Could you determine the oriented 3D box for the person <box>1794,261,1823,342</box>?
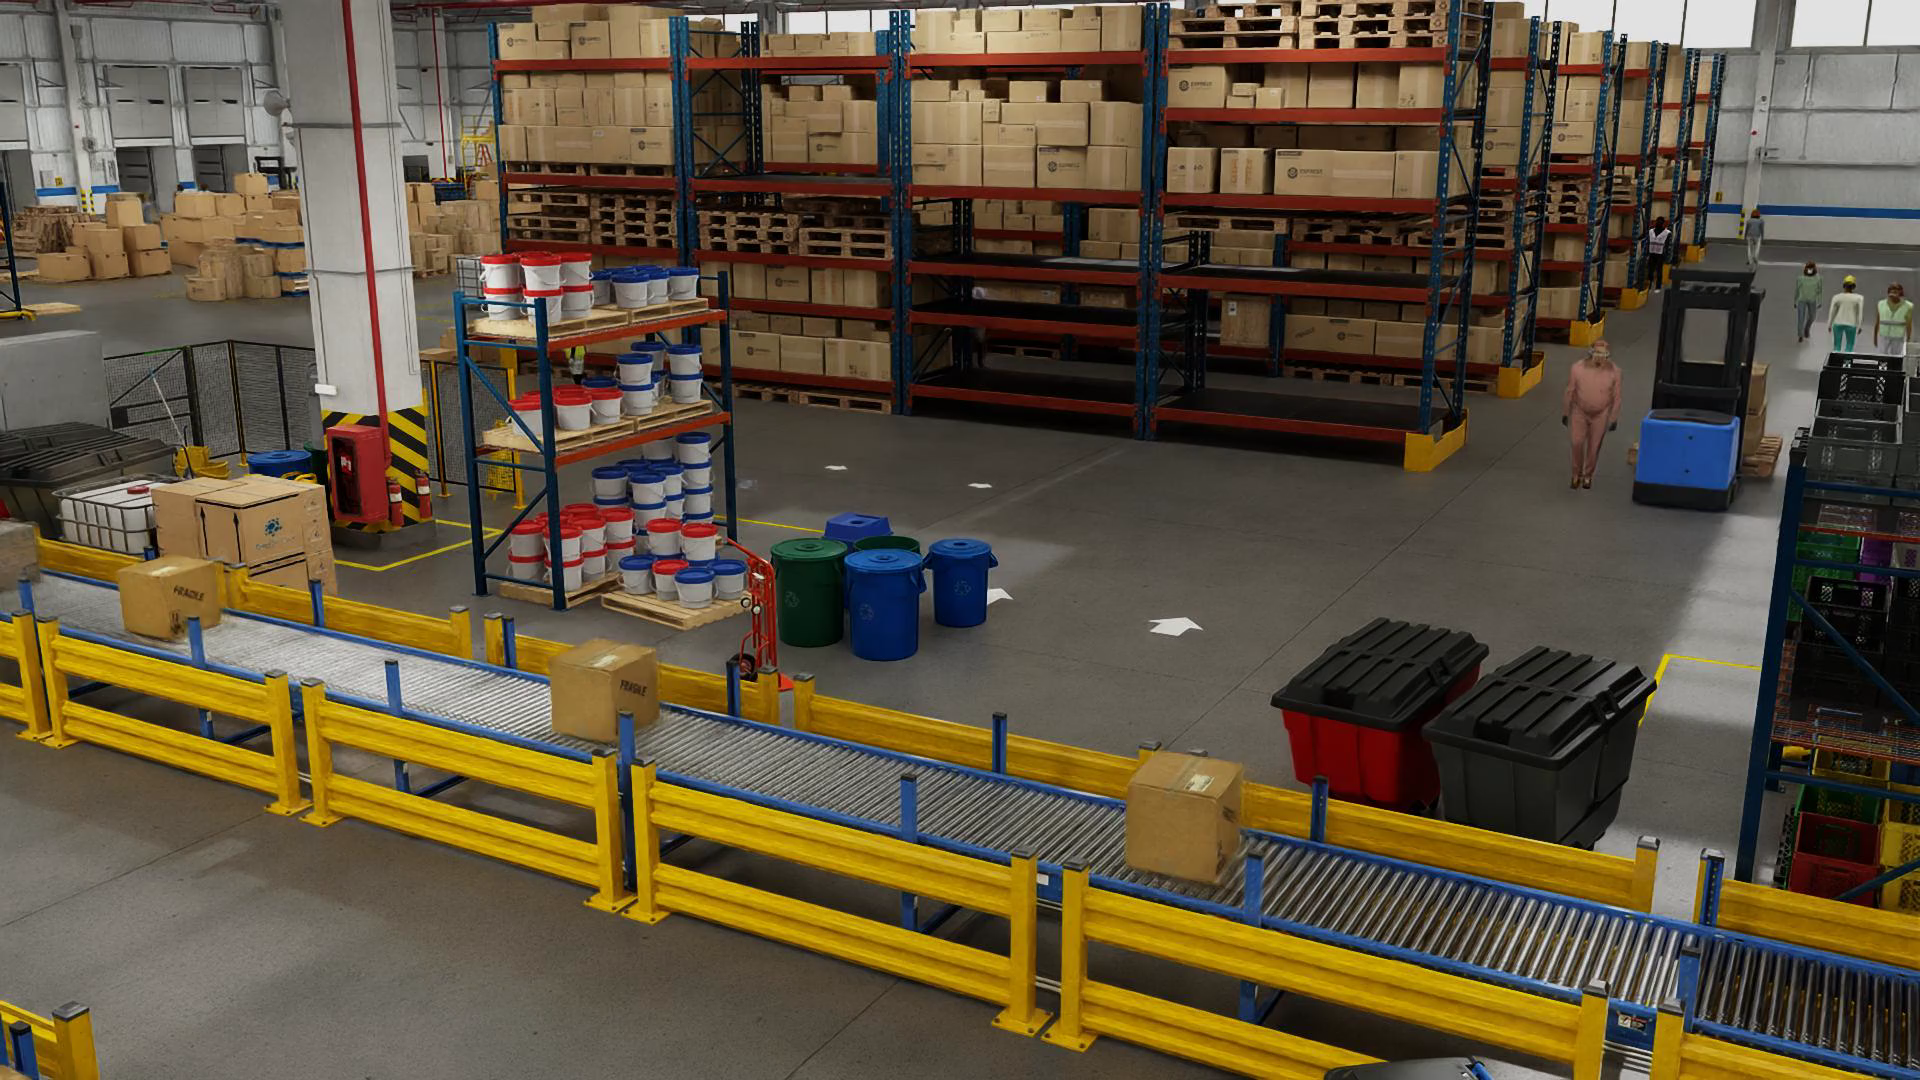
[{"bbox_3d":[17.135,-4.825,33.635,0.530,1.621,0.397,5,16,19],"label":"person"}]

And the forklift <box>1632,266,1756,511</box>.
[{"bbox_3d":[9.021,-1.914,20.294,1.129,2.768,1.873,8,17,28],"label":"forklift"}]

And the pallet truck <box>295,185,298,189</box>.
[{"bbox_3d":[-26.804,-14.617,69.738,1.885,1.965,0.823,-14,20,-42],"label":"pallet truck"}]

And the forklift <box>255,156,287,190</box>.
[{"bbox_3d":[-24.235,-12.131,58.703,1.129,2.768,1.873,0,15,0],"label":"forklift"}]

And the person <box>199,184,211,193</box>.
[{"bbox_3d":[-29.084,-12.891,64.050,0.530,1.577,0.901,-9,18,-32],"label":"person"}]

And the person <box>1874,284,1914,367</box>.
[{"bbox_3d":[15.520,-3.342,27.715,0.596,1.814,0.709,11,18,35],"label":"person"}]

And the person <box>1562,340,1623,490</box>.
[{"bbox_3d":[7.916,-1.556,20.843,0.680,1.885,0.613,6,16,20],"label":"person"}]

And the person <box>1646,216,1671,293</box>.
[{"bbox_3d":[17.644,-7.225,42.105,0.392,1.920,0.592,-13,20,-40],"label":"person"}]

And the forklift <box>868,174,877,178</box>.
[{"bbox_3d":[-2.952,-11.669,56.966,1.873,2.768,1.129,-3,15,-11],"label":"forklift"}]

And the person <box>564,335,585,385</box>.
[{"bbox_3d":[-6.086,-2.898,26.258,0.318,1.700,0.535,-2,15,-6],"label":"person"}]

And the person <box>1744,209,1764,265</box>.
[{"bbox_3d":[23.446,-8.939,49.099,0.553,1.625,0.335,10,18,33],"label":"person"}]

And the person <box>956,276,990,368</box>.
[{"bbox_3d":[0.247,-3.785,29.258,0.696,1.885,0.375,8,17,28],"label":"person"}]

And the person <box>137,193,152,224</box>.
[{"bbox_3d":[-25.831,-10.001,52.562,0.654,1.900,0.875,7,16,24],"label":"person"}]

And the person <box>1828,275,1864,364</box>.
[{"bbox_3d":[15.828,-3.851,29.732,0.559,1.743,0.558,10,18,34],"label":"person"}]

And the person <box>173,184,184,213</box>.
[{"bbox_3d":[-27.908,-11.820,59.588,0.616,1.806,0.557,3,15,11],"label":"person"}]
